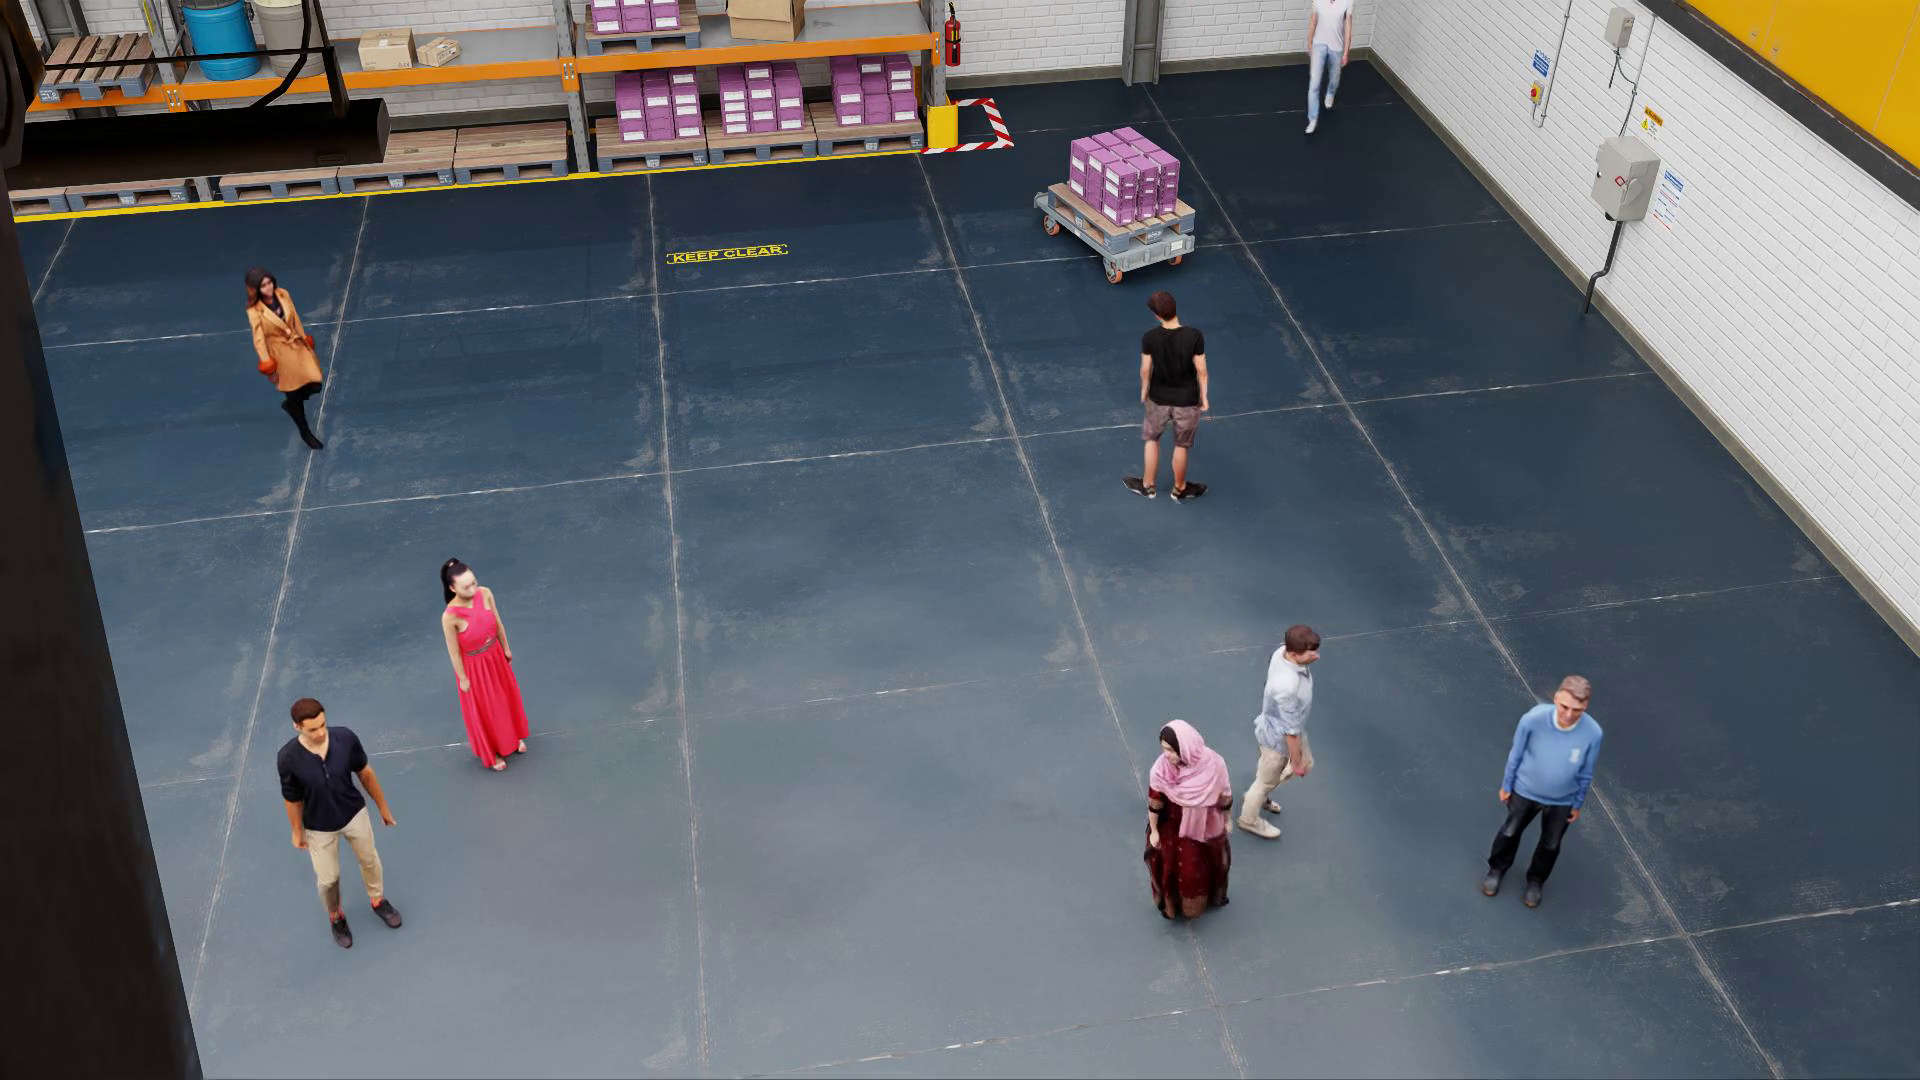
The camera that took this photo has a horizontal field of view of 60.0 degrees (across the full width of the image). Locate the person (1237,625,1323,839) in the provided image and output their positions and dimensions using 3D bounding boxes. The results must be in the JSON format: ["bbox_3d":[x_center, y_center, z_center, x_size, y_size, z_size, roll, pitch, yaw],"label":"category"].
[{"bbox_3d":[1.896,1.202,10.344,0.800,1.825,0.769,10,40,12],"label":"person"}]

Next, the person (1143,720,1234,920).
[{"bbox_3d":[1.375,1.697,9.910,0.603,1.594,0.830,-7,39,-9],"label":"person"}]

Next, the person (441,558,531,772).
[{"bbox_3d":[-3.145,0.813,10.912,0.765,1.725,0.710,23,44,26],"label":"person"}]

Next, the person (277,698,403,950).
[{"bbox_3d":[-3.708,1.597,9.830,0.705,1.850,0.851,-24,44,-27],"label":"person"}]

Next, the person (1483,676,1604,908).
[{"bbox_3d":[3.528,1.482,10.003,0.664,1.813,0.782,12,40,15],"label":"person"}]

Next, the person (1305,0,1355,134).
[{"bbox_3d":[4.201,-5.603,18.872,1.189,1.817,1.056,11,40,13],"label":"person"}]

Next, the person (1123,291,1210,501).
[{"bbox_3d":[1.735,-1.109,13.232,0.675,1.833,0.970,17,42,20],"label":"person"}]

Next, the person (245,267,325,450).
[{"bbox_3d":[-5.672,-1.531,13.856,0.999,1.713,0.937,20,43,23],"label":"person"}]
